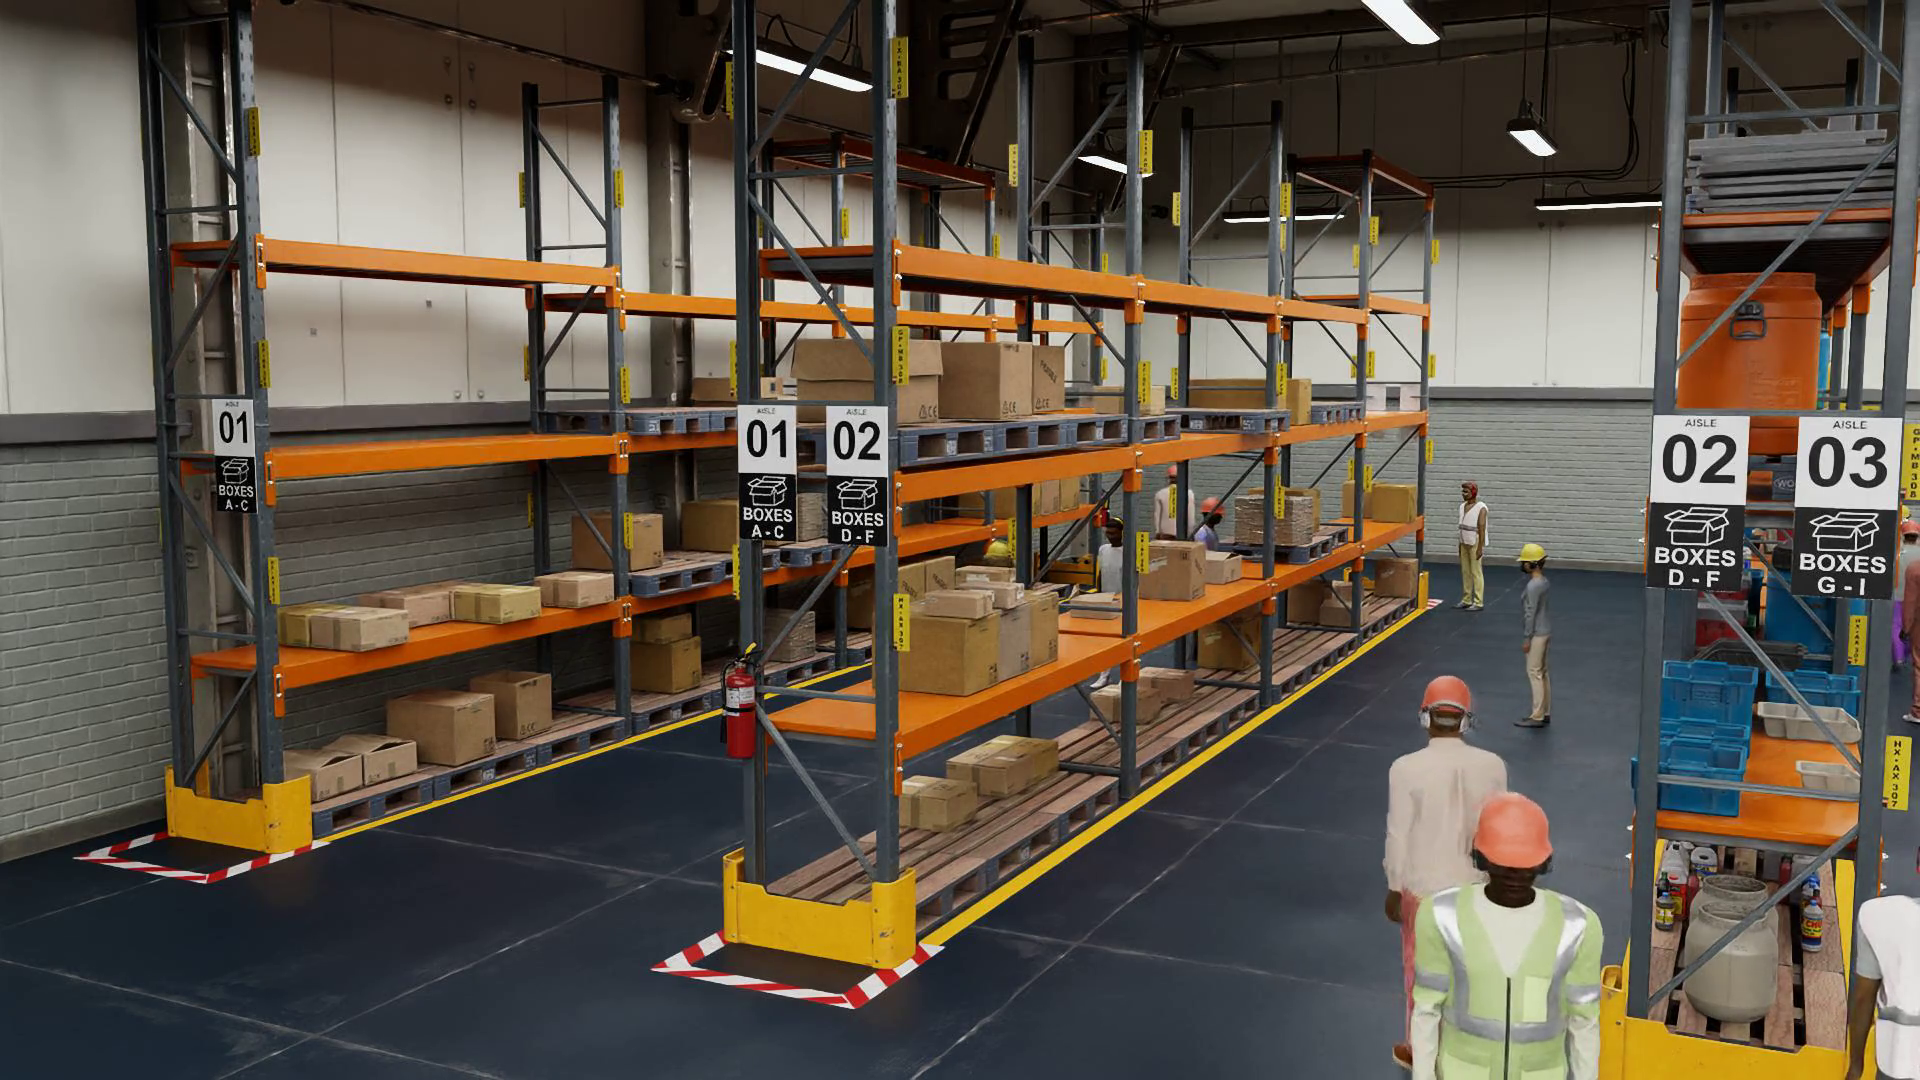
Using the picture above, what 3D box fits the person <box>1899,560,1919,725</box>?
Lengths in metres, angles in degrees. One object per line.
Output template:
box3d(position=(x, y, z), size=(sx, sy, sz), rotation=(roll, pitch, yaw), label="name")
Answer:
box3d(position=(9.395, 0.835, 16.016), size=(0.638, 1.909, 0.408), rotation=(1, 6, 11), label="person")

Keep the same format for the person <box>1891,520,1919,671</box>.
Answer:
box3d(position=(10.781, 0.628, 18.968), size=(0.572, 1.718, 0.874), rotation=(2, 6, 21), label="person")

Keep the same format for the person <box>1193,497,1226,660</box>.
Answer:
box3d(position=(2.937, 0.455, 19.564), size=(0.373, 1.934, 0.551), rotation=(2, 6, 18), label="person")

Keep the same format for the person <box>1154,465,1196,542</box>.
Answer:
box3d(position=(3.262, -0.148, 25.208), size=(0.648, 1.980, 0.427), rotation=(2, 6, 19), label="person")

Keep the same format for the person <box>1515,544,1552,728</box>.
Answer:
box3d(position=(5.496, 0.915, 15.970), size=(0.349, 1.758, 0.521), rotation=(3, 7, 30), label="person")

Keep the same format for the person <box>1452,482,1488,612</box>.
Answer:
box3d(position=(7.264, 0.092, 23.590), size=(0.389, 1.838, 0.562), rotation=(-2, 6, -18), label="person")

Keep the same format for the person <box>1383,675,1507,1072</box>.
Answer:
box3d(position=(2.340, 1.643, 7.882), size=(0.619, 1.964, 0.695), rotation=(-1, 6, -11), label="person")

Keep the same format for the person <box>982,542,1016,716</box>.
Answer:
box3d(position=(0.410, 0.883, 16.482), size=(0.306, 1.723, 0.619), rotation=(2, 6, 21), label="person")

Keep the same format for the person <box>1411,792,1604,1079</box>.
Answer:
box3d(position=(1.834, 1.842, 5.602), size=(0.613, 2.035, 0.411), rotation=(2, 6, 14), label="person")

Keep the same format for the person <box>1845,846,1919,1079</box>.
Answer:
box3d(position=(3.471, 1.912, 5.903), size=(0.580, 1.834, 0.391), rotation=(3, 7, 31), label="person")

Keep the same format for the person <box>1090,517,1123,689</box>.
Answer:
box3d(position=(1.656, 0.680, 17.729), size=(0.519, 1.865, 0.328), rotation=(4, 7, 34), label="person")
